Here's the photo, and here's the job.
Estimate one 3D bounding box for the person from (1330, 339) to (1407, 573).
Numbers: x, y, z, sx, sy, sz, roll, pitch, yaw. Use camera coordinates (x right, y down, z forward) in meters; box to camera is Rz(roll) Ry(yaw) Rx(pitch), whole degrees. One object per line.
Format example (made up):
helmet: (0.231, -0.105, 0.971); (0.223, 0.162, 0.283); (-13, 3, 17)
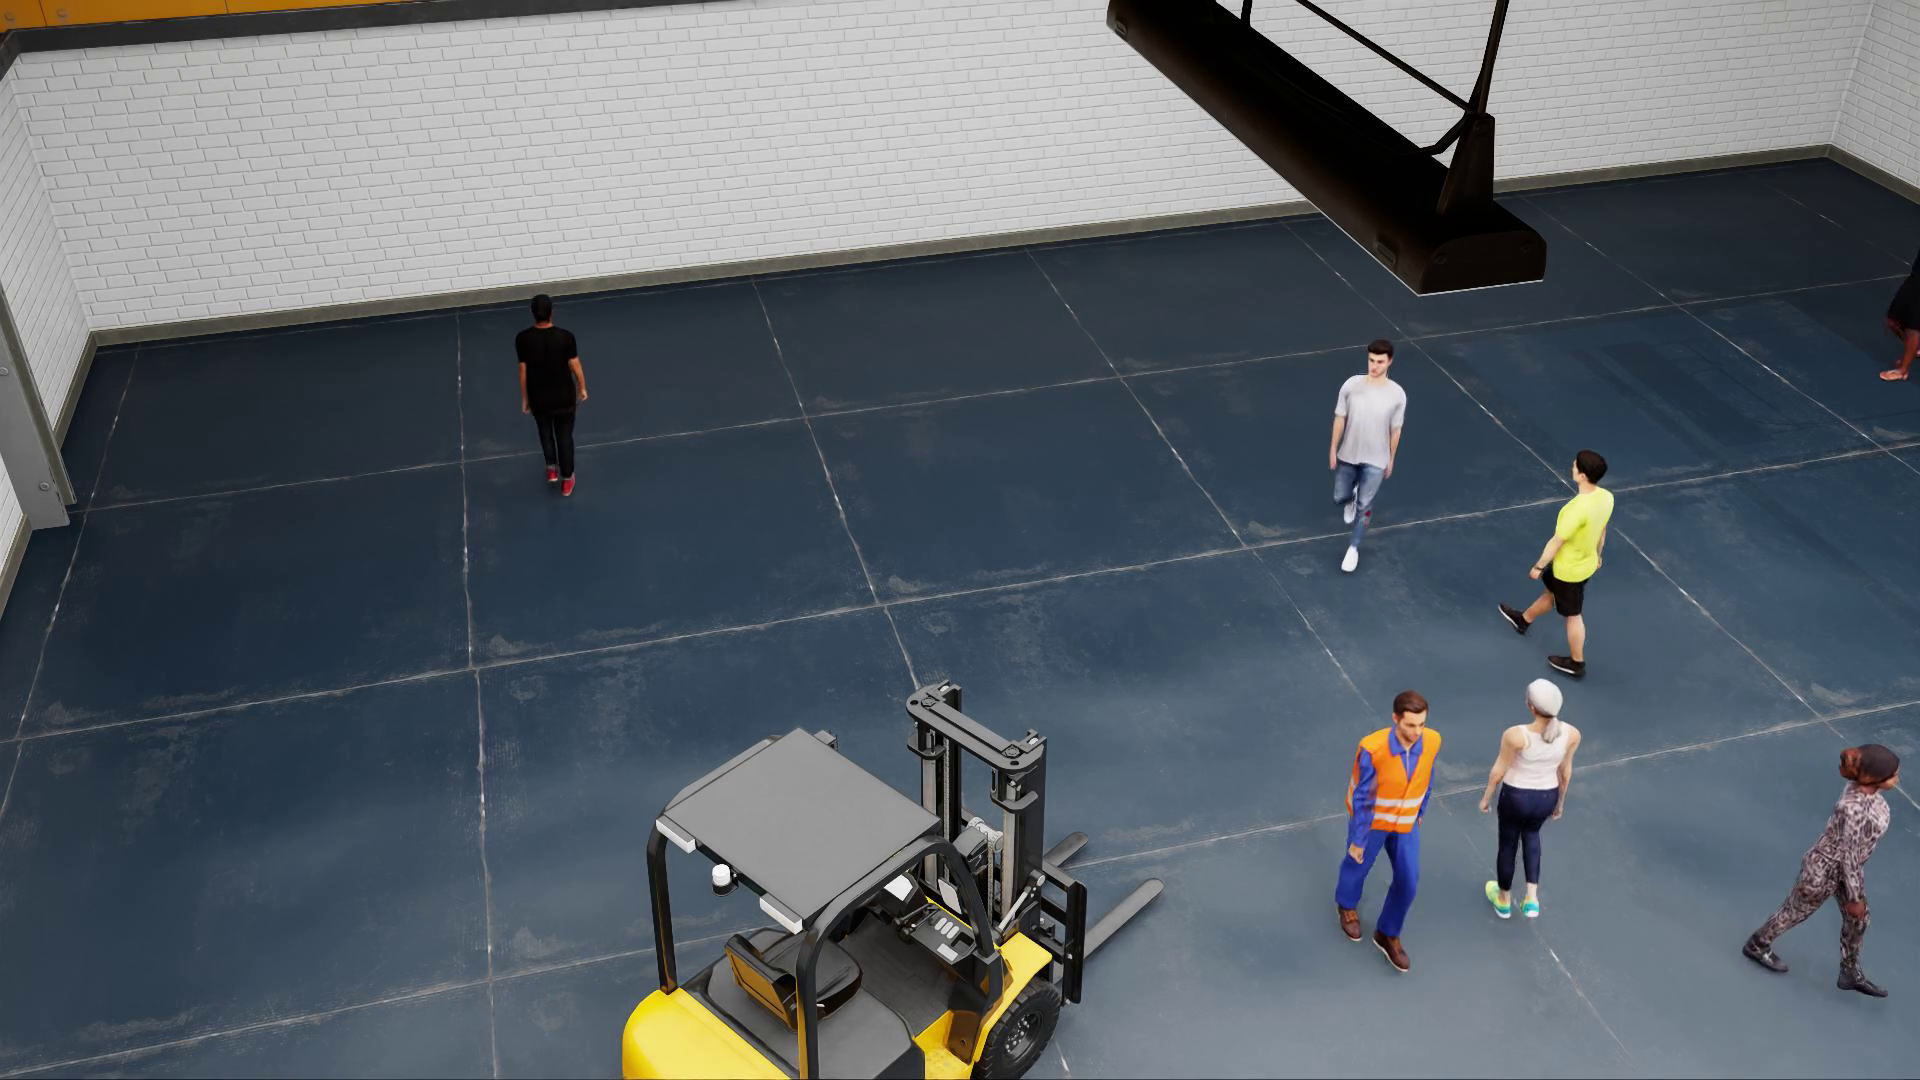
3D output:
person: (3.110, -0.694, 12.690); (1.012, 1.864, 1.118); (12, 36, 18)

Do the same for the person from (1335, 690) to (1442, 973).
person: (2.347, 1.529, 9.367); (0.719, 1.840, 0.828); (-5, 34, -8)

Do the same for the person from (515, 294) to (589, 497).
person: (-3.305, -1.127, 13.447); (0.712, 1.747, 0.722); (-4, 34, -6)

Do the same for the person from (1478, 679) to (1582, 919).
person: (3.247, 1.563, 9.454); (0.671, 1.687, 0.742); (-1, 34, -2)

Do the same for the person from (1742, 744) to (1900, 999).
person: (4.693, 1.779, 9.133); (1.056, 1.683, 0.899); (27, 42, 35)

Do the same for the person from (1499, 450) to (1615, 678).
person: (4.332, 0.200, 11.521); (0.960, 1.669, 1.132); (-28, 43, -36)

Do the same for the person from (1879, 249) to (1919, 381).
person: (8.836, -2.231, 15.143); (0.757, 1.708, 0.683); (-1, 34, -2)
